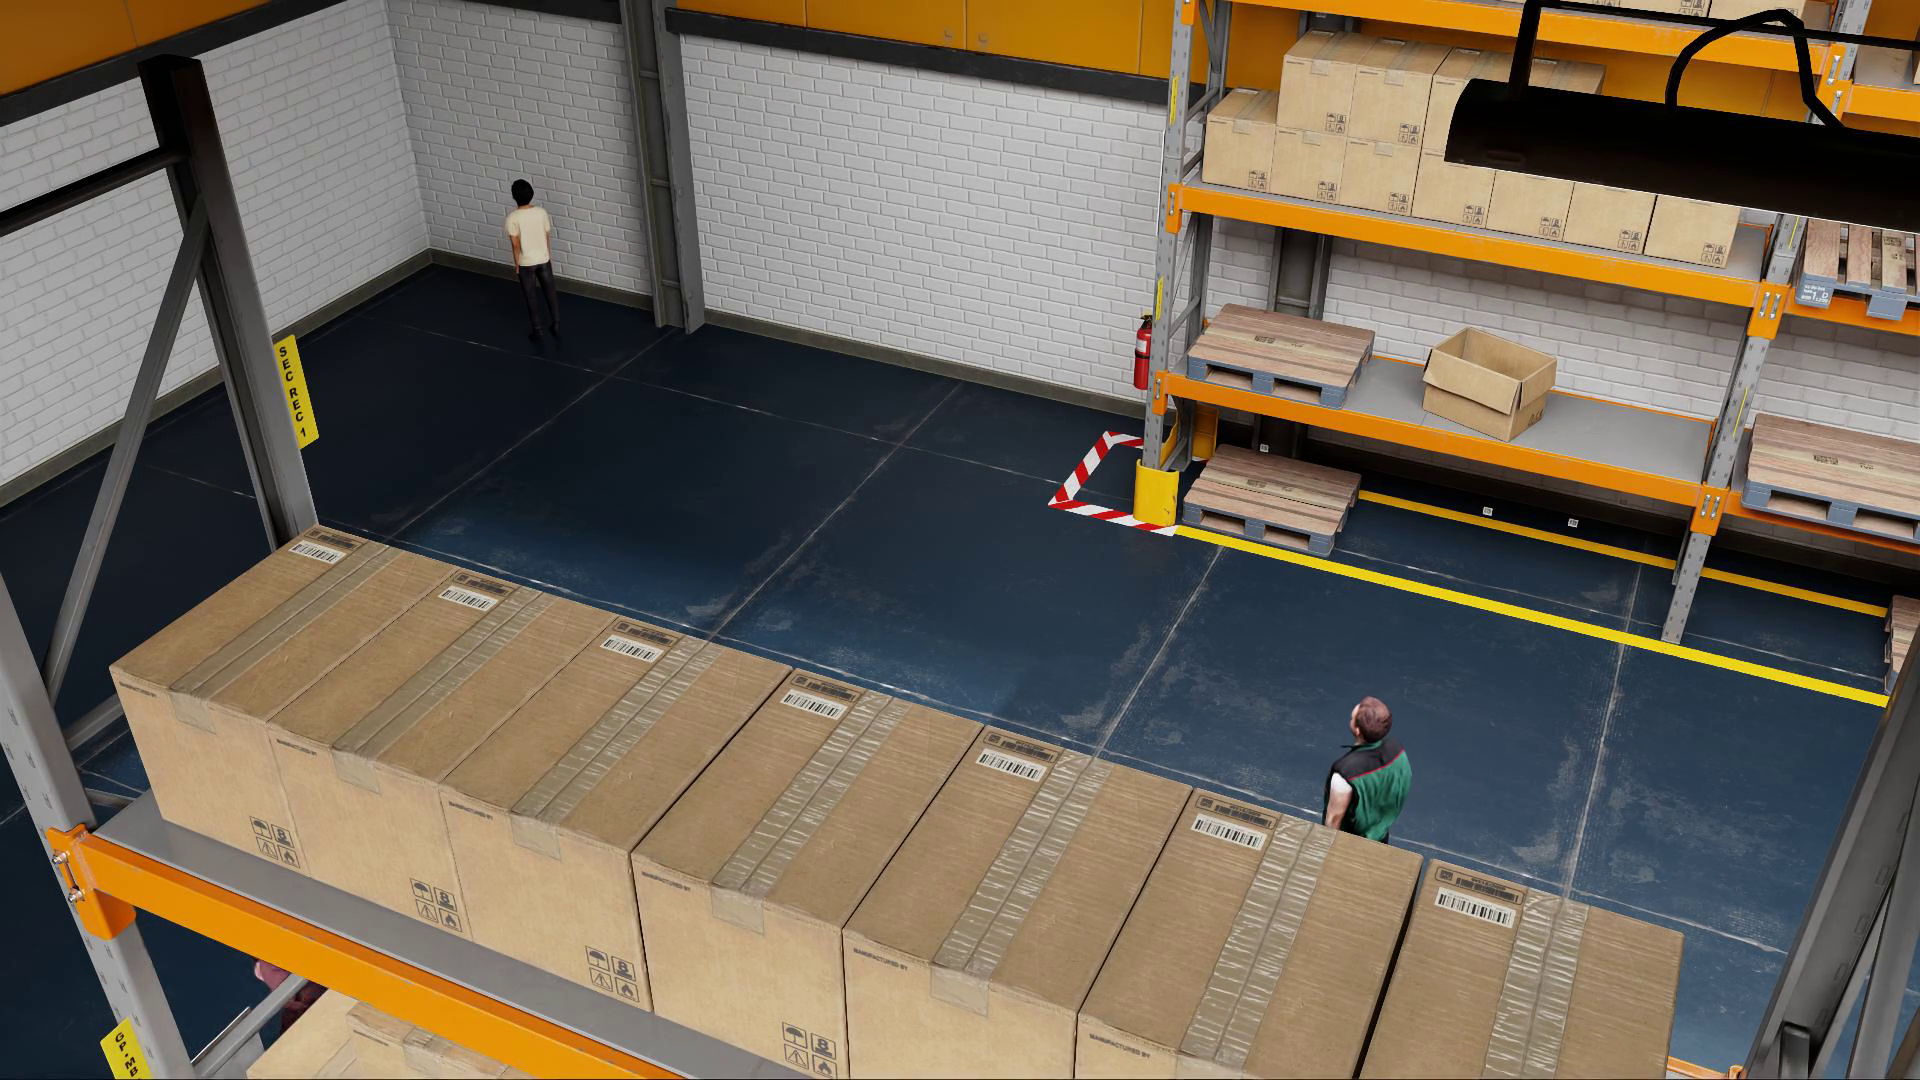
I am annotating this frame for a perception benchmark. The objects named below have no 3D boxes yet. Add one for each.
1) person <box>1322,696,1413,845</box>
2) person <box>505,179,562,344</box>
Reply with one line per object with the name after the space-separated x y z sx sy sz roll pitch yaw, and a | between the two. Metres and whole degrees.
2.142 1.603 9.025 0.720 1.840 0.737 -19 38 -26 | person
-4.001 -2.616 15.600 0.655 1.587 0.635 -24 40 -31 | person
